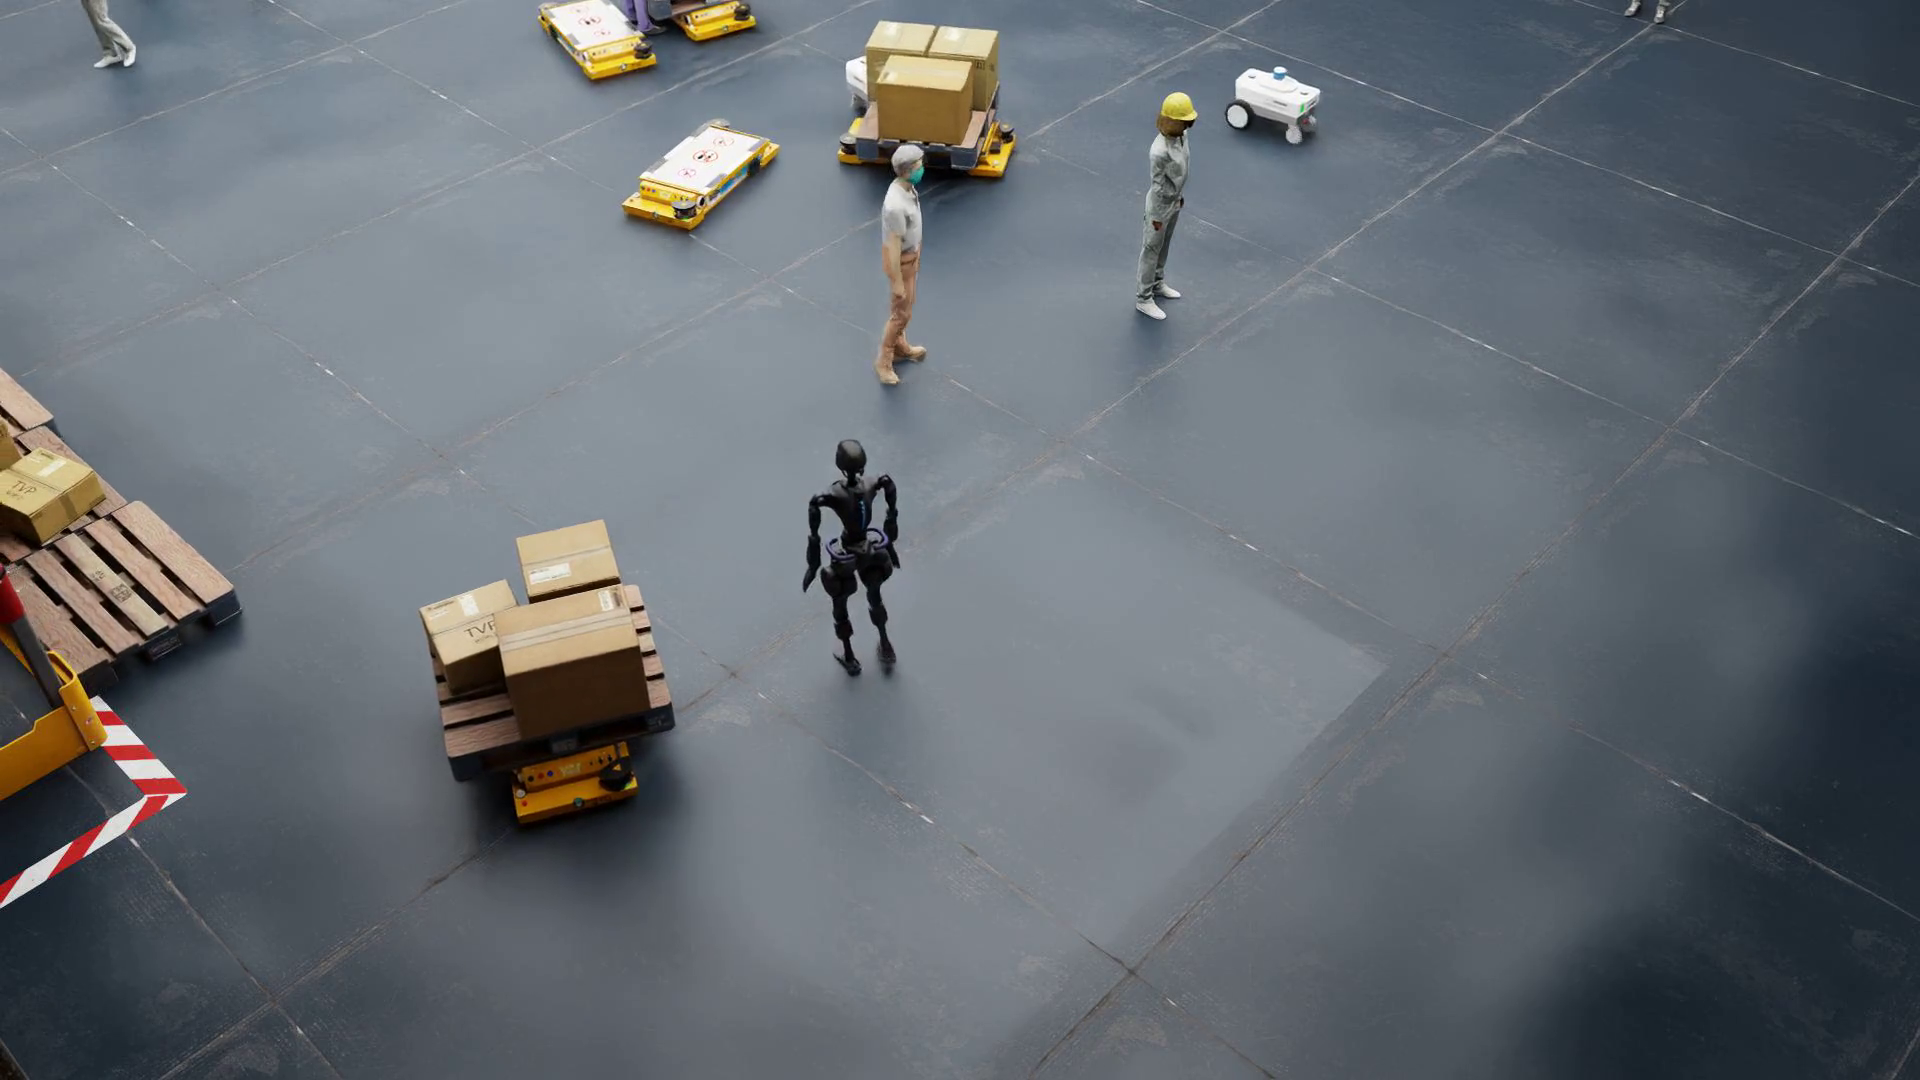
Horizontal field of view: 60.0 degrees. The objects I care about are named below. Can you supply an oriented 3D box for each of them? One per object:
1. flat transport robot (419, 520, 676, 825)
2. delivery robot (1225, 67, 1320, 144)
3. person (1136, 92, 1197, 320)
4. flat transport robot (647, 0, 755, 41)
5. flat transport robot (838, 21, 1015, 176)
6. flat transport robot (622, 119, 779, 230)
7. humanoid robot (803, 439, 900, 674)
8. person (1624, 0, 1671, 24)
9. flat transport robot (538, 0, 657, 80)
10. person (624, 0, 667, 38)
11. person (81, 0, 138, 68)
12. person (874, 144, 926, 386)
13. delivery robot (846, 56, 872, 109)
[{"bbox_3d":[-2.293,0.956,9.463,0.659,0.231,1.431,-13,44,-14],"label":"flat transport robot"},{"bbox_3d":[2.753,-3.853,14.605,0.807,0.609,0.499,27,48,26],"label":"delivery robot"},{"bbox_3d":[1.519,-2.457,12.153,0.296,1.744,0.483,20,46,20],"label":"person"},{"bbox_3d":[-2.659,-5.352,16.474,0.659,0.231,1.431,-24,47,-24],"label":"flat transport robot"},{"bbox_3d":[-0.282,-3.425,14.333,1.431,0.231,0.659,7,42,8],"label":"flat transport robot"},{"bbox_3d":[-2.160,-3.082,13.951,0.659,0.231,1.431,18,45,19],"label":"flat transport robot"},{"bbox_3d":[-0.594,0.120,9.340,0.584,1.651,0.362,-20,46,-21],"label":"humanoid robot"},{"bbox_3d":[6.794,-5.896,15.912,0.570,1.833,0.399,20,46,20],"label":"person"},{"bbox_3d":[-3.483,-4.826,15.890,0.659,0.231,1.431,-21,46,-22],"label":"flat transport robot"},{"bbox_3d":[-3.096,-5.660,15.647,0.375,1.835,0.566,-26,48,-26],"label":"person"},{"bbox_3d":[-7.952,-5.095,15.171,0.522,1.630,0.372,28,49,28],"label":"person"},{"bbox_3d":[-0.448,-1.917,11.574,0.395,1.726,0.594,4,42,5],"label":"person"},{"bbox_3d":[-0.669,-3.993,14.760,0.499,0.607,0.778,-29,50,-29],"label":"delivery robot"}]
